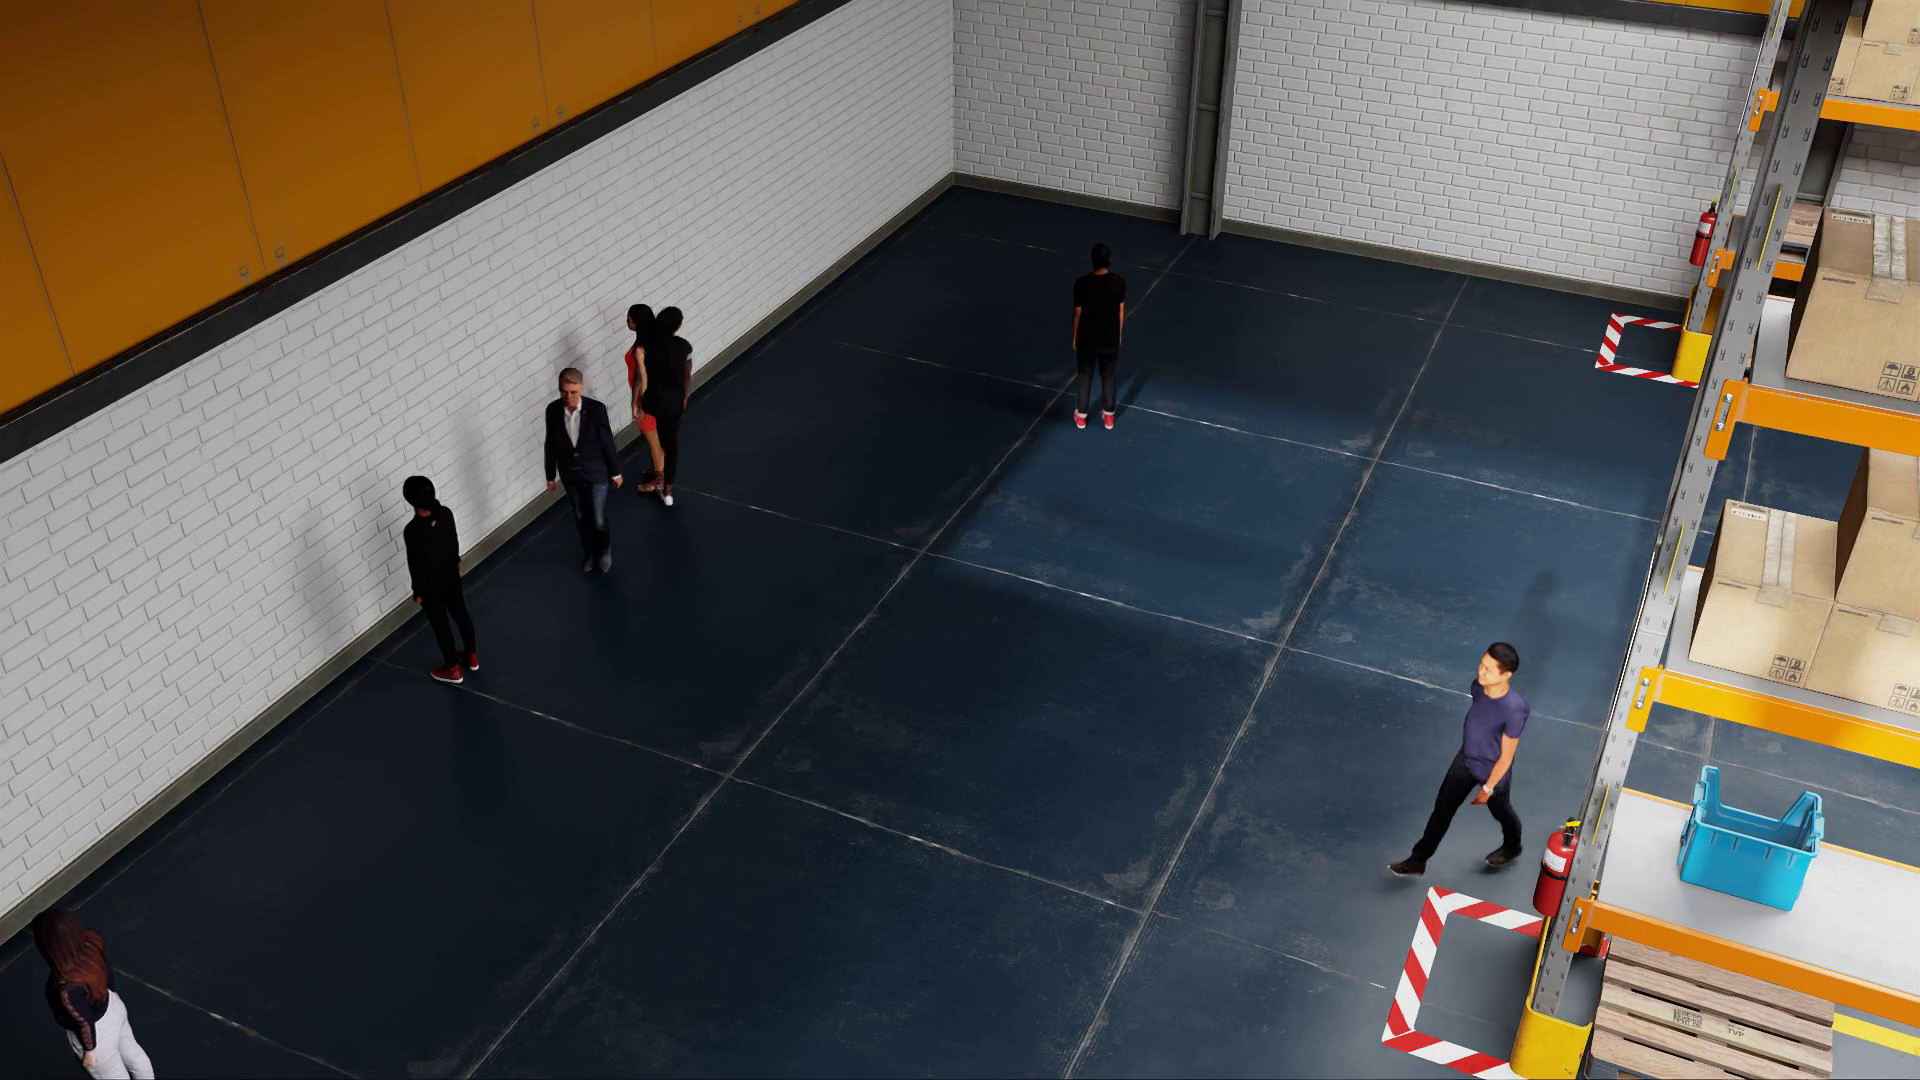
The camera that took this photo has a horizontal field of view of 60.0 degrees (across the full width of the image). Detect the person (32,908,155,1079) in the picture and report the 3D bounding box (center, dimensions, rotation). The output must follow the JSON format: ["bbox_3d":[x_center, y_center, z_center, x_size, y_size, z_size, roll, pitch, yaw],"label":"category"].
[{"bbox_3d":[-4.416,2.477,8.483,0.702,1.608,0.683,-5,34,-7],"label":"person"}]

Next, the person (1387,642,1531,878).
[{"bbox_3d":[3.251,1.362,10.035,1.178,1.746,1.154,-13,36,-19],"label":"person"}]

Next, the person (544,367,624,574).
[{"bbox_3d":[-2.886,-0.585,12.915,0.711,1.800,0.878,5,34,7],"label":"person"}]

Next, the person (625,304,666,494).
[{"bbox_3d":[-2.602,-1.193,13.903,0.651,1.719,0.659,1,34,2],"label":"person"}]

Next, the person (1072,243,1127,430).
[{"bbox_3d":[1.229,-1.805,14.790,0.647,1.757,0.758,-1,34,-1],"label":"person"}]

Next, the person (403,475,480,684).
[{"bbox_3d":[-3.685,0.268,11.746,0.538,1.674,0.617,19,38,26],"label":"person"}]

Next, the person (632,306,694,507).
[{"bbox_3d":[-2.465,-1.095,13.774,0.899,1.700,0.945,-10,35,-15],"label":"person"}]
